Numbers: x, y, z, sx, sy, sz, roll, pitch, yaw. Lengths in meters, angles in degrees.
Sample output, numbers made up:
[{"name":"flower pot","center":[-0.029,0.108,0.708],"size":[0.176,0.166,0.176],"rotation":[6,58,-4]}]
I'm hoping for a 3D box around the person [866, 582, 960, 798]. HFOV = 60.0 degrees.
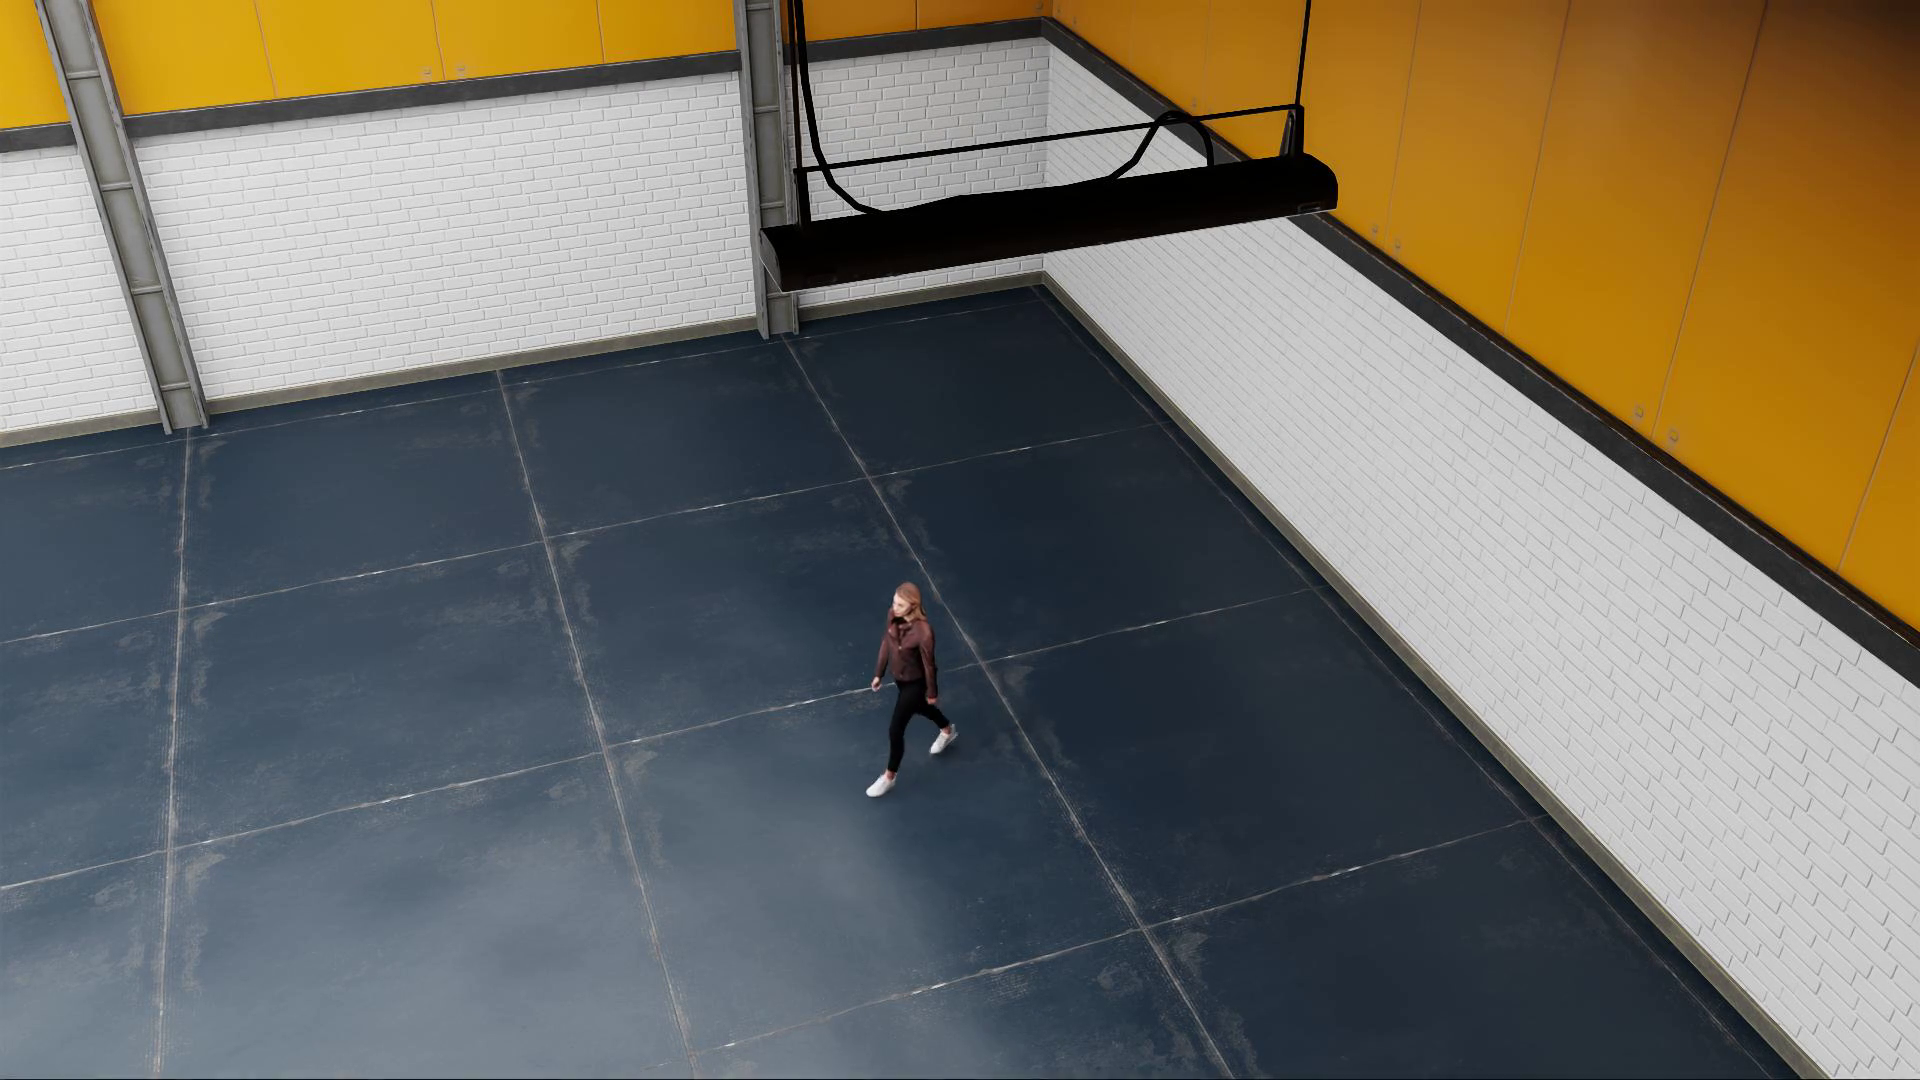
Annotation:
[{"name":"person","center":[-0.291,0.967,11.715],"size":[1.179,1.665,0.819],"rotation":[-22,39,-29]}]
